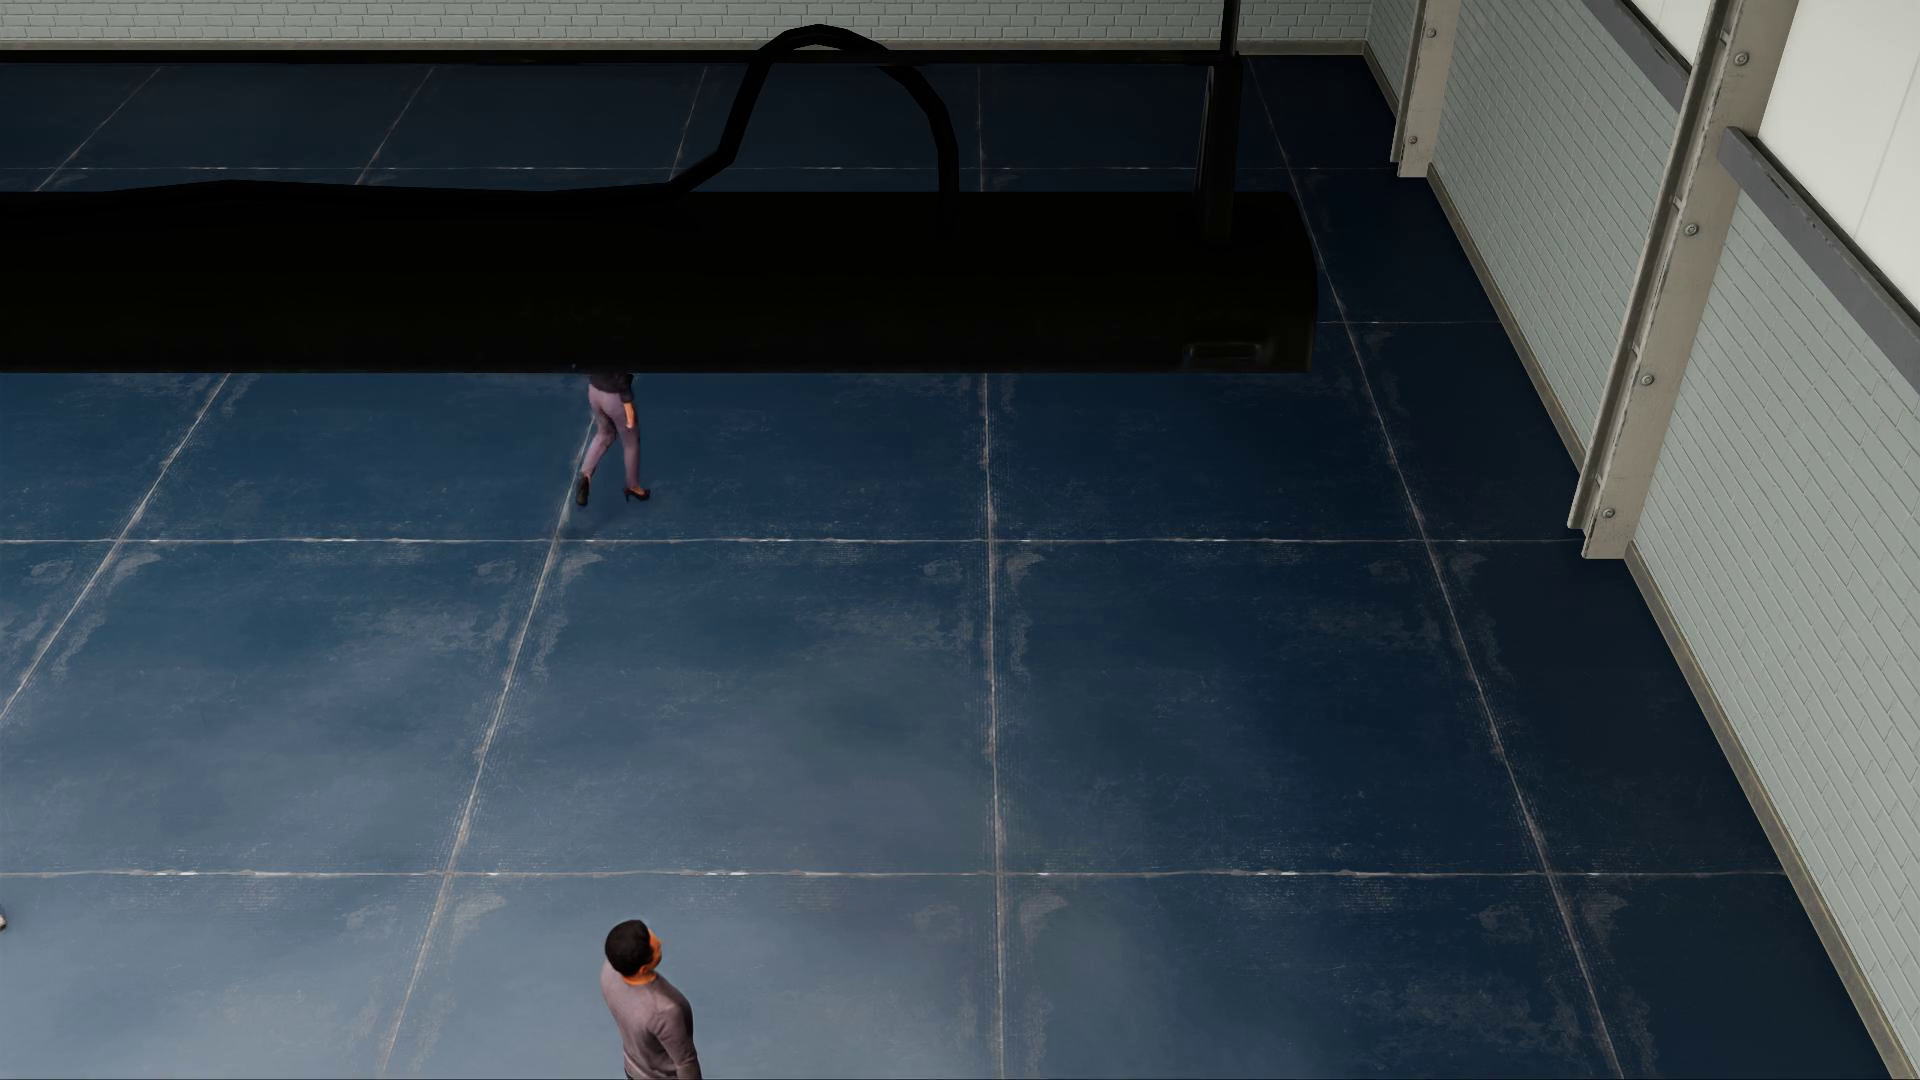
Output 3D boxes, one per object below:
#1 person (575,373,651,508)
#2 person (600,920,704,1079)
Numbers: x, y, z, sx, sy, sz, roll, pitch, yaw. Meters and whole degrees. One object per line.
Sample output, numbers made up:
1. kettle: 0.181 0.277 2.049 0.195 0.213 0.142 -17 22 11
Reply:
1. person: -2.415 -0.868 11.218 0.861 1.657 0.954 24 43 28
2. person: -1.285 2.228 7.054 0.757 1.769 0.698 5 38 7
